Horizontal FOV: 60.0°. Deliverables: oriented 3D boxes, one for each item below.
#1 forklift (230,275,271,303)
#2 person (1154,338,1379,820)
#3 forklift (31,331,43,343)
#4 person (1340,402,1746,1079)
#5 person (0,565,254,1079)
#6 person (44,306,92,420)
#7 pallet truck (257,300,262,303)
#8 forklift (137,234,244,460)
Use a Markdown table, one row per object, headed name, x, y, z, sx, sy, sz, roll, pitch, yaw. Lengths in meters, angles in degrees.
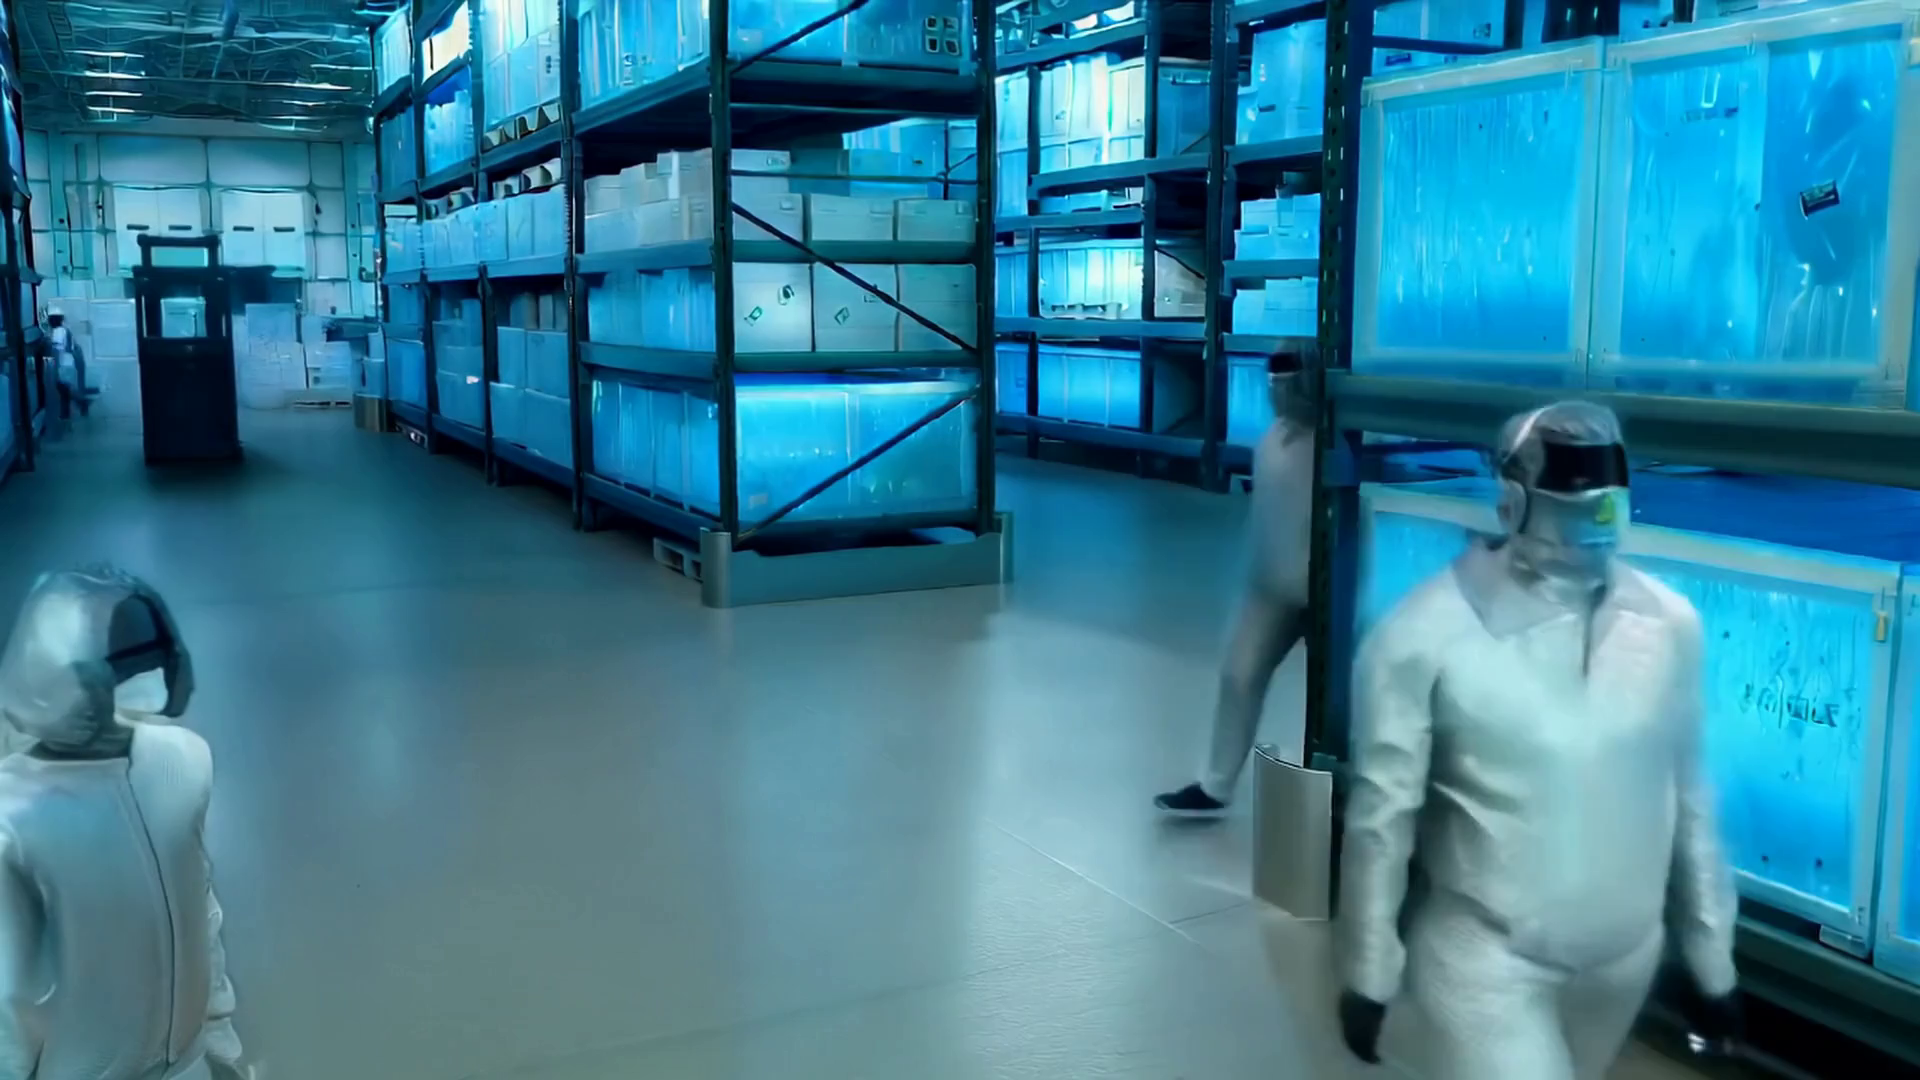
| name | x | y | z | sx | sy | sz | roll | pitch | yaw |
| --- | --- | --- | --- | --- | --- | --- | --- | --- | --- |
| forklift | -17.379 | -5.329 | 40.839 | 1.129 | 2.768 | 1.873 | -4 | 9 | -26 |
| person | 1.197 | 0.190 | 6.266 | 0.925 | 1.870 | 0.647 | -5 | 9 | -29 |
| forklift | -30.490 | -7.251 | 54.090 | 1.129 | 2.768 | 1.873 | -4 | 9 | -26 |
| person | 1.004 | 0.698 | 2.795 | 0.664 | 1.852 | 0.986 | -3 | 9 | -17 |
| person | -1.276 | 0.845 | 2.538 | 0.285 | 1.633 | 0.500 | 2 | 8 | 11 |
| person | -14.798 | -2.920 | 27.553 | 0.579 | 1.912 | 0.566 | -2 | 8 | -12 |
| pallet truck | -23.913 | -7.404 | 58.171 | 1.885 | 1.965 | 0.823 | -1 | 8 | -9 |
| forklift | -9.908 | -2.491 | 21.266 | 1.129 | 2.768 | 1.873 | -4 | 9 | -26 |
